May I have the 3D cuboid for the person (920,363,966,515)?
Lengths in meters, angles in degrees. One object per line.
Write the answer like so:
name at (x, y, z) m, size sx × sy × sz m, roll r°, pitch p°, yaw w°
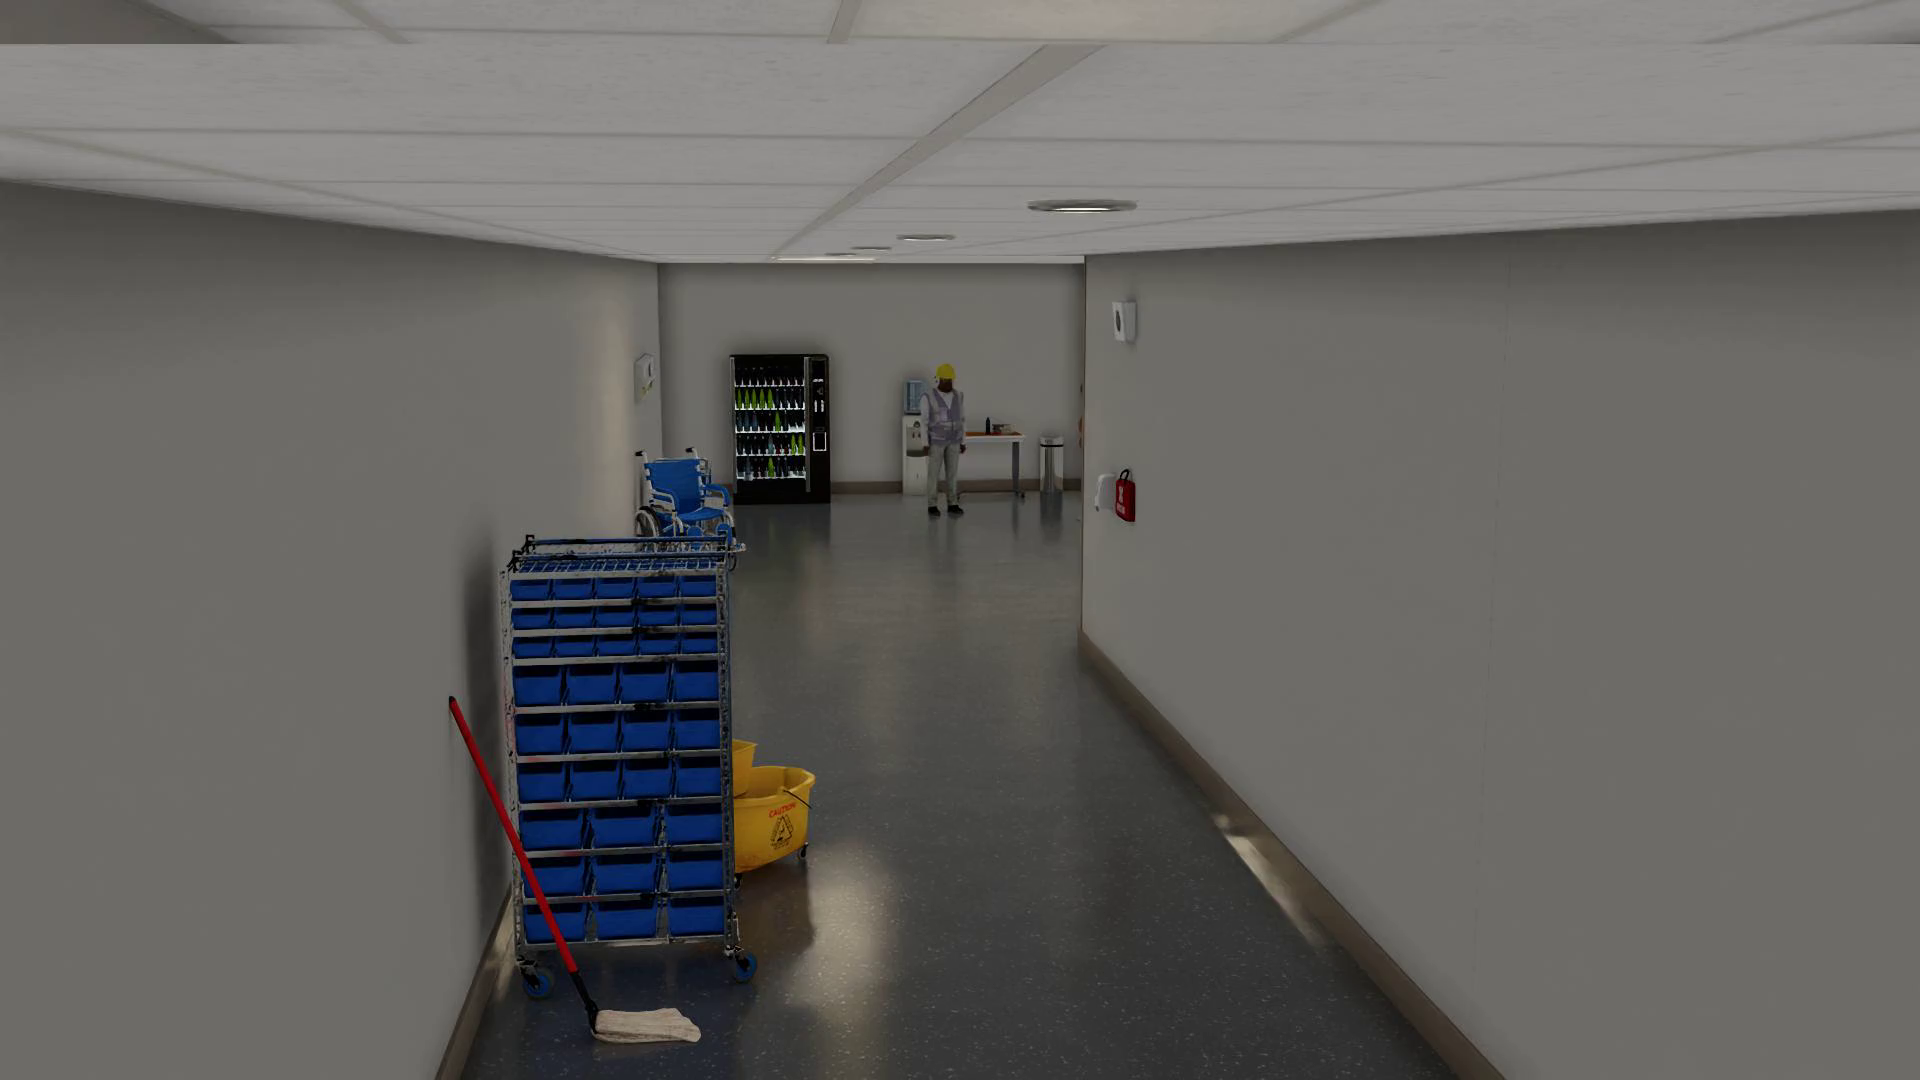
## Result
person at (-0.188, -1.202, 19.908) m, size 0.595 × 1.824 × 0.403 m, roll -5°, pitch 10°, yaw -29°
